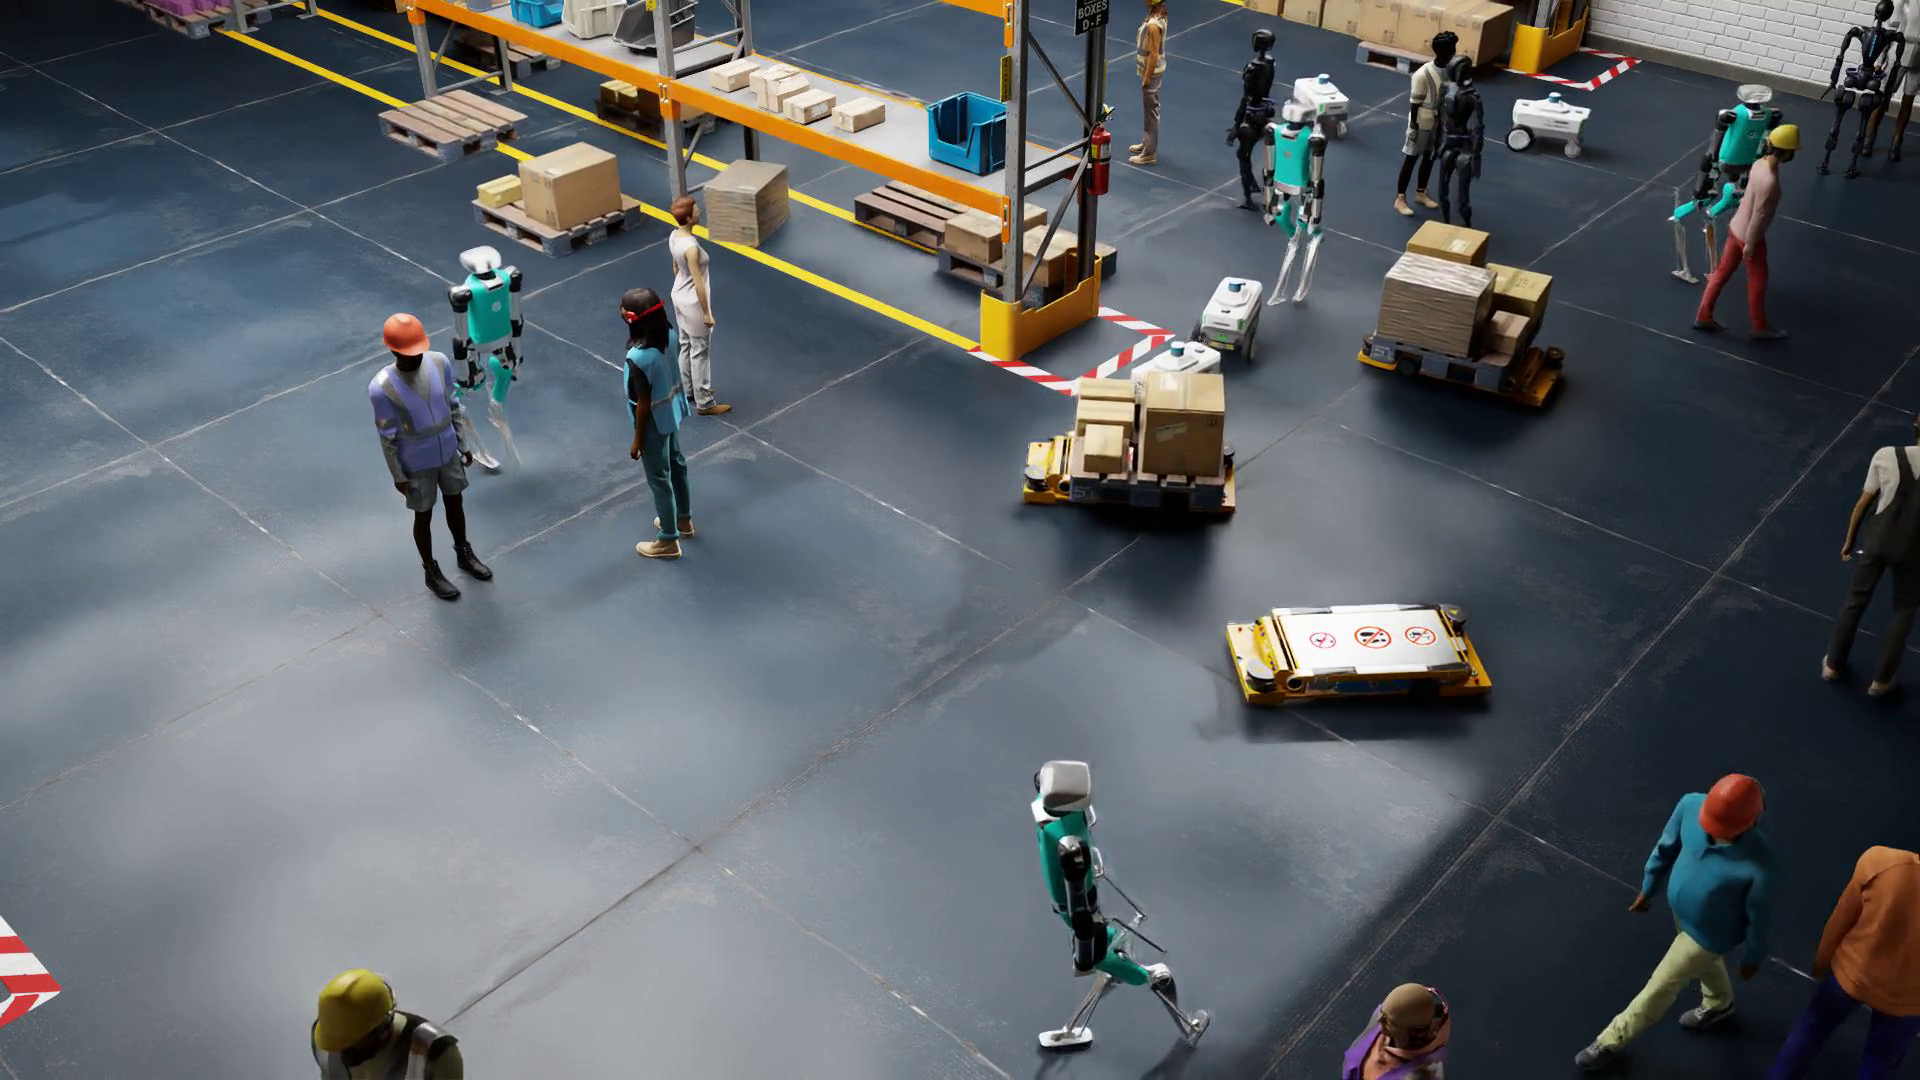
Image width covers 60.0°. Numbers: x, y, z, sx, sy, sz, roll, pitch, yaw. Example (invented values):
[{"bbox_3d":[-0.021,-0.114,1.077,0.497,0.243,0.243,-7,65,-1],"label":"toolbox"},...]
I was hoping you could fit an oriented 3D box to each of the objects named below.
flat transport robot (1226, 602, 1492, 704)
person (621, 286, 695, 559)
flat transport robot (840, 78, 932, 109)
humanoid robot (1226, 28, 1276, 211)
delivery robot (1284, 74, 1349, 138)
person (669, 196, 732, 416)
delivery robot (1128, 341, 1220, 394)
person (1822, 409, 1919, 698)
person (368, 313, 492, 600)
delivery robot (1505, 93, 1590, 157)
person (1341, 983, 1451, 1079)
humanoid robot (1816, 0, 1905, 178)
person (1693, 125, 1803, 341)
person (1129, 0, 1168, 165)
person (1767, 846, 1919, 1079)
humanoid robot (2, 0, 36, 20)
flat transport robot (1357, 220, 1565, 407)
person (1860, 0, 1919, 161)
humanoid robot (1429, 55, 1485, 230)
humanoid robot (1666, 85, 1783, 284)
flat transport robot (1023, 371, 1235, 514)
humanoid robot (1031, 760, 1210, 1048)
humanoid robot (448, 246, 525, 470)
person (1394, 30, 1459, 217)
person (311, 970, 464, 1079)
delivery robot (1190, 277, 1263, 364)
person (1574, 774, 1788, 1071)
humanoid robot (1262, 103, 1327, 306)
[{"bbox_3d":[2.348,0.671,9.839,1.431,0.231,0.659,-2,35,-3],"label":"flat transport robot"},{"bbox_3d":[-1.904,-0.732,10.465,0.391,1.866,0.521,9,36,13],"label":"person"},{"bbox_3d":[-0.986,-4.494,17.321,1.431,0.231,0.659,24,41,30],"label":"flat transport robot"},{"bbox_3d":[2.644,-3.806,15.086,0.357,1.652,0.604,21,40,27],"label":"humanoid robot"},{"bbox_3d":[3.686,-4.474,17.024,0.499,0.577,0.758,-8,35,-11],"label":"delivery robot"},{"bbox_3d":[-1.916,-1.695,12.038,0.284,1.662,0.447,-19,39,-25],"label":"person"},{"bbox_3d":[1.582,-1.186,12.255,0.750,0.570,0.499,-27,43,-34],"label":"delivery robot"},{"bbox_3d":[5.266,0.051,9.363,0.532,1.829,0.361,25,42,31],"label":"person"},{"bbox_3d":[-3.214,-0.514,10.098,0.383,1.931,0.540,25,42,32],"label":"person"},{"bbox_3d":[5.854,-4.152,16.583,0.807,0.606,0.499,14,37,20],"label":"delivery robot"},{"bbox_3d":[1.601,2.264,6.274,0.349,1.694,0.484,-7,35,-10],"label":"person"},{"bbox_3d":[8.527,-4.286,15.768,0.599,1.657,0.315,16,38,22],"label":"humanoid robot"},{"bbox_3d":[6.296,-2.385,12.964,0.744,1.738,0.534,5,35,8],"label":"person"},{"bbox_3d":[1.824,-4.515,16.019,0.303,1.781,0.469,4,35,6],"label":"person"},{"bbox_3d":[3.751,1.777,6.745,0.523,1.967,0.401,28,44,35],"label":"person"},{"bbox_3d":[-11.490,-7.030,19.752,0.584,1.649,0.336,-27,43,-33],"label":"humanoid robot"},{"bbox_3d":[3.873,-1.414,12.858,1.431,0.231,0.659,18,39,25],"label":"flat transport robot"},{"bbox_3d":[9.158,-4.633,16.072,0.547,1.924,0.387,13,37,18],"label":"person"},{"bbox_3d":[4.366,-3.411,14.524,0.406,1.642,0.614,-19,39,-25],"label":"humanoid robot"},{"bbox_3d":[6.260,-2.981,13.800,0.545,1.749,0.671,-5,35,-7],"label":"humanoid robot"},{"bbox_3d":[1.177,-0.469,11.490,1.431,0.231,0.659,4,35,5],"label":"flat transport robot"},{"bbox_3d":[0.738,1.631,7.202,0.903,1.820,0.556,-6,35,-9],"label":"humanoid robot"},{"bbox_3d":[-3.288,-1.187,11.306,0.787,1.839,0.540,25,42,32],"label":"humanoid robot"},{"bbox_3d":[4.235,-3.762,15.010,0.535,1.692,0.319,-20,40,-27],"label":"person"},{"bbox_3d":[-2.072,2.236,6.207,0.595,1.825,0.405,8,35,12],"label":"person"},{"bbox_3d":[2.139,-1.758,13.123,0.499,0.614,0.815,13,37,17],"label":"delivery robot"},{"bbox_3d":[3.222,1.625,7.205,0.899,1.685,0.564,-9,36,-13],"label":"person"},{"bbox_3d":[2.768,-2.708,13.450,0.549,1.801,0.768,25,42,31],"label":"humanoid robot"}]
